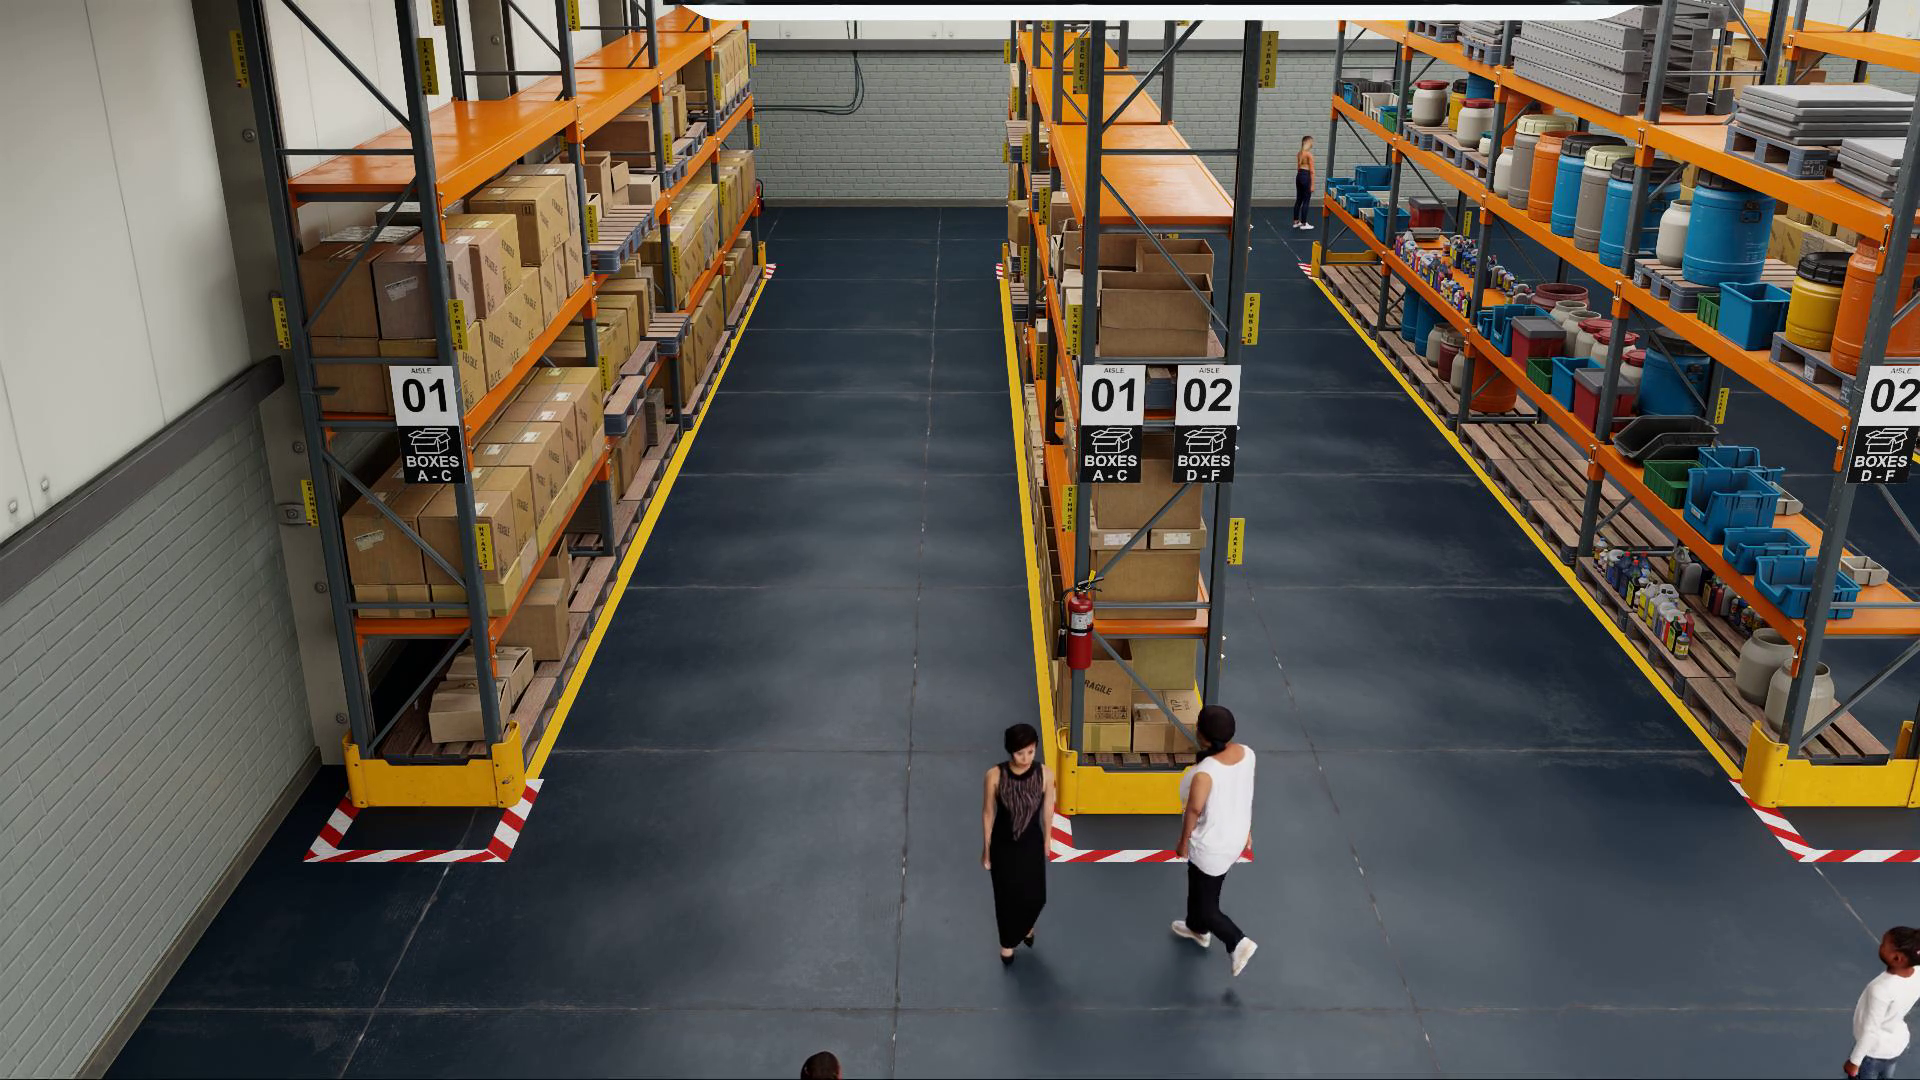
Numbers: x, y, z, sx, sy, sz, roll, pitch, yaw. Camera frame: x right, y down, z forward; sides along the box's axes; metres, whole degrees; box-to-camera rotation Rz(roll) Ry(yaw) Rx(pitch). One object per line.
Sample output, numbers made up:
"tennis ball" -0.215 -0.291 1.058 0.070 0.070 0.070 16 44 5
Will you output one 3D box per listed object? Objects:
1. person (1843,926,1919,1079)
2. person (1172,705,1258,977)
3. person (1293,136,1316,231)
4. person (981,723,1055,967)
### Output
"person" 4.534 2.492 8.178 0.617 1.455 0.650 -14 26 -31
"person" 1.506 1.759 9.689 0.989 1.669 1.044 -20 29 -39
"person" 6.133 -6.375 29.629 0.706 1.629 0.595 -11 25 -24
"person" 0.325 1.752 9.807 0.594 1.591 0.578 -1 22 -3
